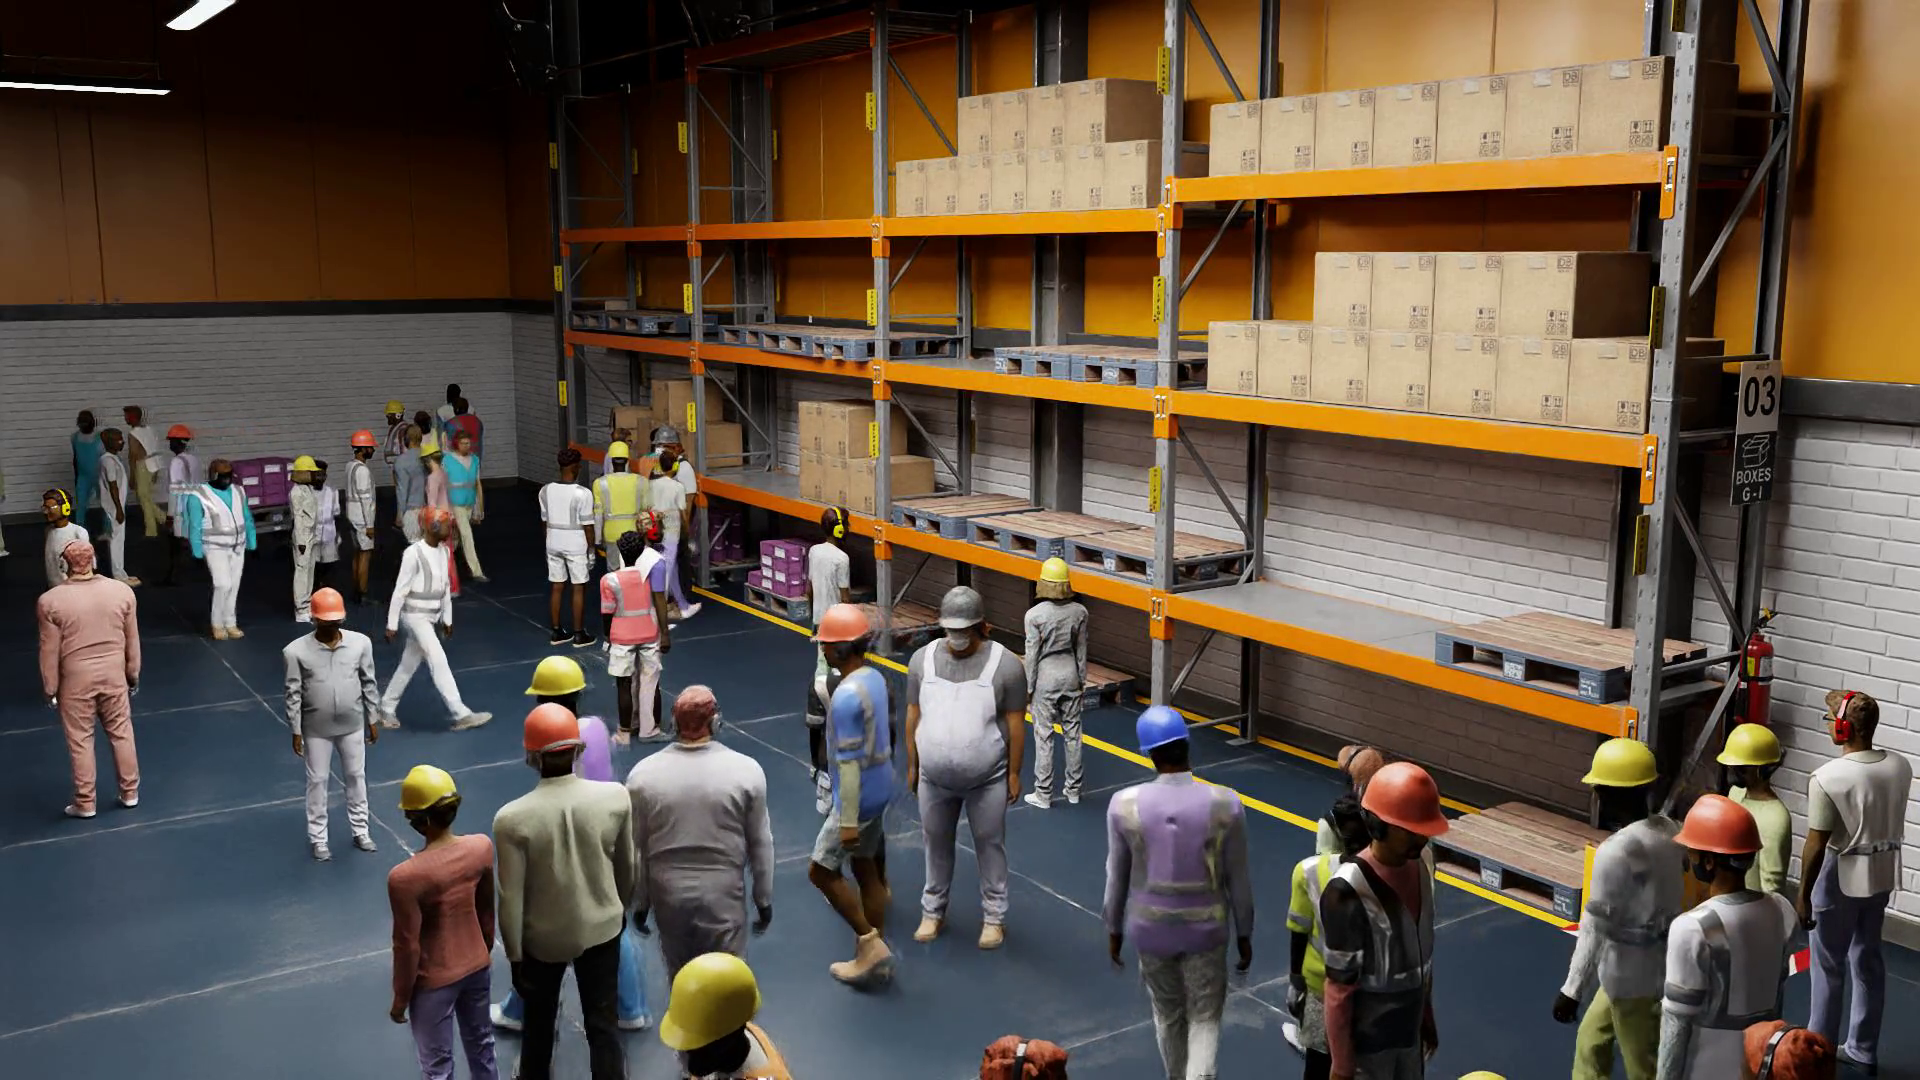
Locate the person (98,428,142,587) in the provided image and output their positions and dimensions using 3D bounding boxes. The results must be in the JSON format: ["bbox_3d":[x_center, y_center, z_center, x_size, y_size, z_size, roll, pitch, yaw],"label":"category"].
[{"bbox_3d":[-9.721,-0.374,19.185,0.345,1.846,0.508,-6,11,-31],"label":"person"}]

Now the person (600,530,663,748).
[{"bbox_3d":[-2.534,0.767,12.928,0.535,1.697,0.318,-6,11,-30],"label":"person"}]

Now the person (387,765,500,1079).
[{"bbox_3d":[-2.114,1.776,6.807,0.315,1.766,0.523,6,11,30],"label":"person"}]

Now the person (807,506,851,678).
[{"bbox_3d":[-0.992,0.664,13.025,0.310,1.868,0.534,-8,13,-39],"label":"person"}]

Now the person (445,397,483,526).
[{"bbox_3d":[-7.020,-1.103,23.517,0.430,1.836,0.642,6,11,30],"label":"person"}]

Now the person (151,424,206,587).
[{"bbox_3d":[-8.883,-0.385,19.091,0.857,1.899,0.556,-2,10,-11],"label":"person"}]

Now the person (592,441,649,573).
[{"bbox_3d":[-3.470,-0.053,17.068,0.594,1.922,0.386,-4,10,-23],"label":"person"}]

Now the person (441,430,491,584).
[{"bbox_3d":[-5.903,-0.413,19.582,0.969,1.797,0.577,5,11,29],"label":"person"}]

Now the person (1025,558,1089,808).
[{"bbox_3d":[0.649,0.983,11.520,0.493,1.743,0.295,-5,11,-25],"label":"person"}]

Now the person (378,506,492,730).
[{"bbox_3d":[-4.316,0.640,13.337,0.971,1.817,0.630,1,10,8],"label":"person"}]

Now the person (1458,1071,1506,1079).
[{"bbox_3d":[1.315,2.214,4.333,0.320,1.737,0.486,-6,12,-33],"label":"person"}]

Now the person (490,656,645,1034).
[{"bbox_3d":[-1.962,1.490,8.109,0.893,1.887,0.593,3,10,16],"label":"person"}]

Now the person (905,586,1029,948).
[{"bbox_3d":[0.011,1.238,9.154,0.685,2.000,0.535,3,10,15],"label":"person"}]

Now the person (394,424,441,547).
[{"bbox_3d":[-6.108,-0.341,18.721,0.373,1.940,0.630,5,11,27],"label":"person"}]

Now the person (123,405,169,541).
[{"bbox_3d":[-10.917,-0.886,22.238,0.430,1.831,0.585,-1,10,-8],"label":"person"}]

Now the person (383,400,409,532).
[{"bbox_3d":[-7.794,-1.035,23.137,0.403,1.825,0.593,-6,11,-31],"label":"person"}]

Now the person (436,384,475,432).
[{"bbox_3d":[-7.507,-1.374,24.836,0.598,1.918,0.378,-7,12,-37],"label":"person"}]

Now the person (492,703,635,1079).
[{"bbox_3d":[-1.674,1.642,7.098,0.617,1.940,1.040,-5,11,-25],"label":"person"}]

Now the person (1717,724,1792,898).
[{"bbox_3d":[3.505,1.674,7.437,0.339,1.760,0.531,1,10,6],"label":"person"}]

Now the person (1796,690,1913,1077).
[{"bbox_3d":[4.088,1.599,7.639,0.559,1.836,0.394,-4,10,-20],"label":"person"}]

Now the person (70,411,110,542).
[{"bbox_3d":[-11.478,-0.810,21.906,0.528,1.785,0.995,0,10,-1],"label":"person"}]

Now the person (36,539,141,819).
[{"bbox_3d":[-5.924,0.936,11.323,0.403,1.904,0.651,8,13,41],"label":"person"}]

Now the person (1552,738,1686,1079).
[{"bbox_3d":[2.774,1.740,6.675,0.938,1.888,0.602,8,13,40],"label":"person"}]

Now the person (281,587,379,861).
[{"bbox_3d":[-3.959,1.152,10.523,0.566,1.744,0.350,-6,12,-33],"label":"person"}]

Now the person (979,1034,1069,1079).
[{"bbox_3d":[0.140,2.155,4.231,0.362,1.882,0.576,1,10,7],"label":"person"}]

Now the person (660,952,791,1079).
[{"bbox_3d":[-0.647,2.057,4.815,0.452,1.903,0.636,-4,11,-23],"label":"person"}]

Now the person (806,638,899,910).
[{"bbox_3d":[-0.624,1.316,9.702,0.538,1.695,0.319,0,10,-1],"label":"person"}]

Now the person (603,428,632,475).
[{"bbox_3d":[-3.946,-0.389,19.316,0.355,1.836,0.514,-7,12,-36],"label":"person"}]

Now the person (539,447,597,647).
[{"bbox_3d":[-3.815,0.073,16.250,0.598,1.958,0.372,4,10,21],"label":"person"}]

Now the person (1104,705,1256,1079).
[{"bbox_3d":[0.928,1.664,7.066,0.643,1.896,0.696,2,10,11],"label":"person"}]

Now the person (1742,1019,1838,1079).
[{"bbox_3d":[2.107,2.146,4.297,0.576,1.879,0.354,-4,10,-21],"label":"person"}]

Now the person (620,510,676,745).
[{"bbox_3d":[-2.473,0.681,13.029,0.398,1.836,0.565,-8,12,-38],"label":"person"}]

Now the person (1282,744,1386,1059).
[{"bbox_3d":[1.788,1.710,7.644,0.537,1.597,0.828,-3,10,-19],"label":"person"}]

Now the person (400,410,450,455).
[{"bbox_3d":[-7.031,-0.822,21.933,0.616,1.812,0.847,-4,10,-22],"label":"person"}]

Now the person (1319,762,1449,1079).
[{"bbox_3d":[1.553,1.778,6.036,0.612,2.029,0.407,-9,13,-43],"label":"person"}]

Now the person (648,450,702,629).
[{"bbox_3d":[-2.917,-0.013,17.131,0.538,1.829,0.898,8,12,38],"label":"person"}]

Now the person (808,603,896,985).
[{"bbox_3d":[-0.559,1.332,8.630,0.449,2.026,0.646,2,10,13],"label":"person"}]

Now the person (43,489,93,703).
[{"bbox_3d":[-7.535,0.492,14.027,0.521,1.874,0.328,4,11,23],"label":"person"}]

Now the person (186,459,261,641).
[{"bbox_3d":[-7.294,0.099,16.517,0.484,1.816,0.623,5,11,27],"label":"person"}]

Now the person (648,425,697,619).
[{"bbox_3d":[-3.095,-0.195,17.561,0.536,2.000,0.676,-7,12,-36],"label":"person"}]

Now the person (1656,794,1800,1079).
[{"bbox_3d":[2.667,1.848,5.915,0.547,1.929,0.385,-4,10,-22],"label":"person"}]

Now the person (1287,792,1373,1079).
[{"bbox_3d":[1.590,1.825,6.746,0.539,1.693,0.321,3,10,17],"label":"person"}]

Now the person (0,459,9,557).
[{"bbox_3d":[-12.345,-0.581,21.022,0.497,1.633,0.289,-3,10,-18],"label":"person"}]

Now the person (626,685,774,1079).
[{"bbox_3d":[-1.173,1.611,7.450,0.662,1.881,0.694,0,10,1],"label":"person"}]

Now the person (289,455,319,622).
[{"bbox_3d":[-6.823,-0.019,17.403,0.323,1.742,0.492,-1,10,-6],"label":"person"}]

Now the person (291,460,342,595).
[{"bbox_3d":[-6.874,-0.042,17.712,0.546,1.678,0.573,-9,13,-44],"label":"person"}]

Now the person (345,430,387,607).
[{"bbox_3d":[-6.492,-0.239,18.151,0.388,1.930,0.544,-6,12,-33],"label":"person"}]

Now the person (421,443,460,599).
[{"bbox_3d":[-5.791,-0.206,18.495,0.368,1.747,0.608,-1,10,-4],"label":"person"}]
